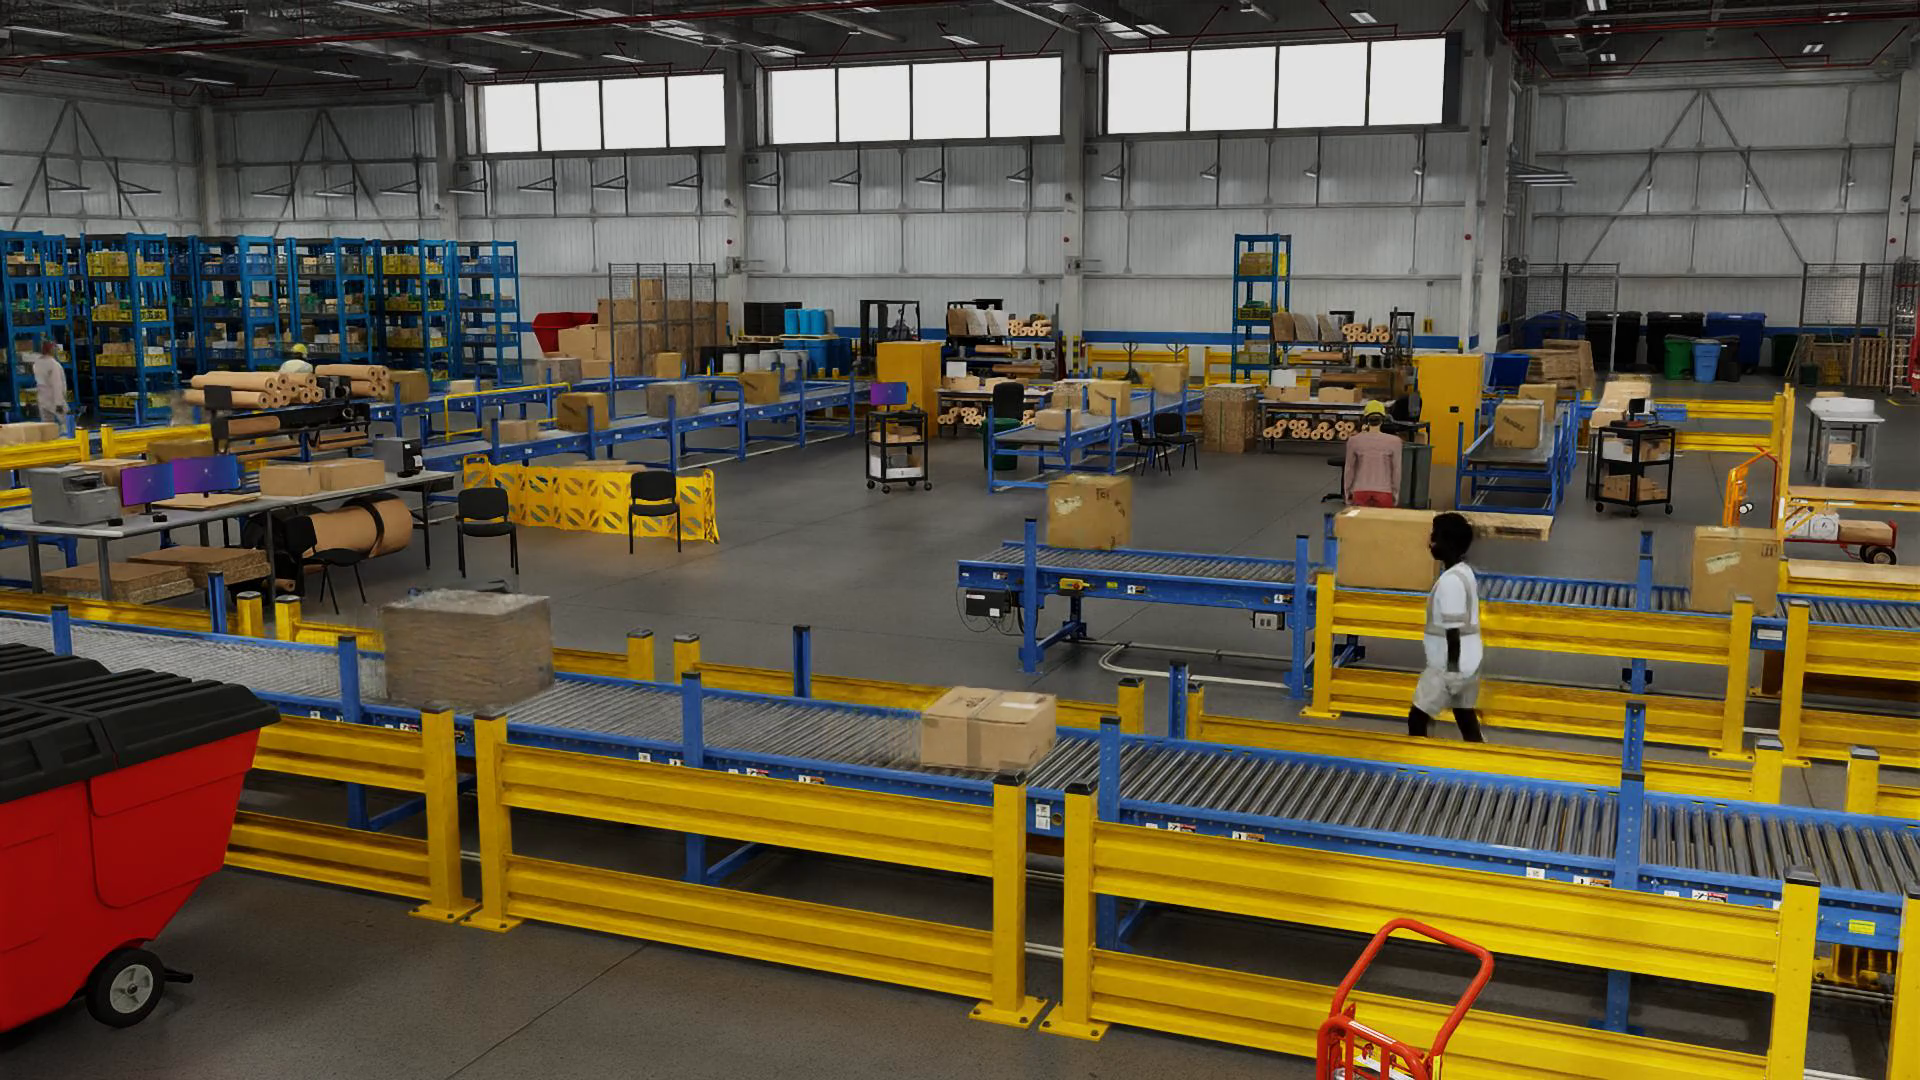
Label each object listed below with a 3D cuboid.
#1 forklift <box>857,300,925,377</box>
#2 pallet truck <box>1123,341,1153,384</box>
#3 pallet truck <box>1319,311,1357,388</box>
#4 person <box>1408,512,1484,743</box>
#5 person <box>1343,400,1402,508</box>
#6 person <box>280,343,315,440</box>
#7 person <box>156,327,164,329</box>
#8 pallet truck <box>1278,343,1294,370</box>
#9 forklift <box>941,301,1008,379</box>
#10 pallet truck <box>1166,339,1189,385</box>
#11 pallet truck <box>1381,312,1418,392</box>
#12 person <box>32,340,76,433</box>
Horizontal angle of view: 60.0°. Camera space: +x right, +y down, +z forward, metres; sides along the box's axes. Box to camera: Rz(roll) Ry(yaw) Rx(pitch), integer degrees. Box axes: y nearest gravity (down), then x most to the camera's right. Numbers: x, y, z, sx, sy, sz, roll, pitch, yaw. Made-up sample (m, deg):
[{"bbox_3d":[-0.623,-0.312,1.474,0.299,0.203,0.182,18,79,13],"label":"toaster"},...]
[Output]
[{"bbox_3d":[-1.732,-5.109,42.468,1.157,1.987,2.680,4,10,22],"label":"forklift"},{"bbox_3d":[4.445,-4.380,41.279,0.680,1.201,1.601,4,10,22],"label":"pallet truck"},{"bbox_3d":[9.071,-4.419,39.190,0.823,1.965,1.885,5,10,26],"label":"pallet truck"},{"bbox_3d":[2.620,0.676,9.281,0.774,1.665,0.555,4,10,25],"label":"person"},{"bbox_3d":[3.945,-0.456,15.934,0.535,1.756,0.383,3,10,18],"label":"person"},{"bbox_3d":[-10.873,-2.318,27.153,0.613,1.787,0.845,3,10,17],"label":"person"},{"bbox_3d":[-17.974,-4.053,37.488,0.574,1.832,0.397,-7,12,-35],"label":"person"},{"bbox_3d":[7.886,-4.163,39.743,0.653,1.274,1.630,4,10,22],"label":"pallet truck"},{"bbox_3d":[0.365,-4.966,41.571,1.157,1.987,2.680,3,10,20],"label":"forklift"},{"bbox_3d":[5.418,-4.269,40.420,0.704,1.261,1.522,3,10,20],"label":"pallet truck"},{"bbox_3d":[10.207,-4.283,38.369,0.823,1.965,1.885,3,10,20],"label":"pallet truck"},{"bbox_3d":[-13.956,-2.144,25.731,0.672,1.884,0.748,6,11,32],"label":"person"}]
